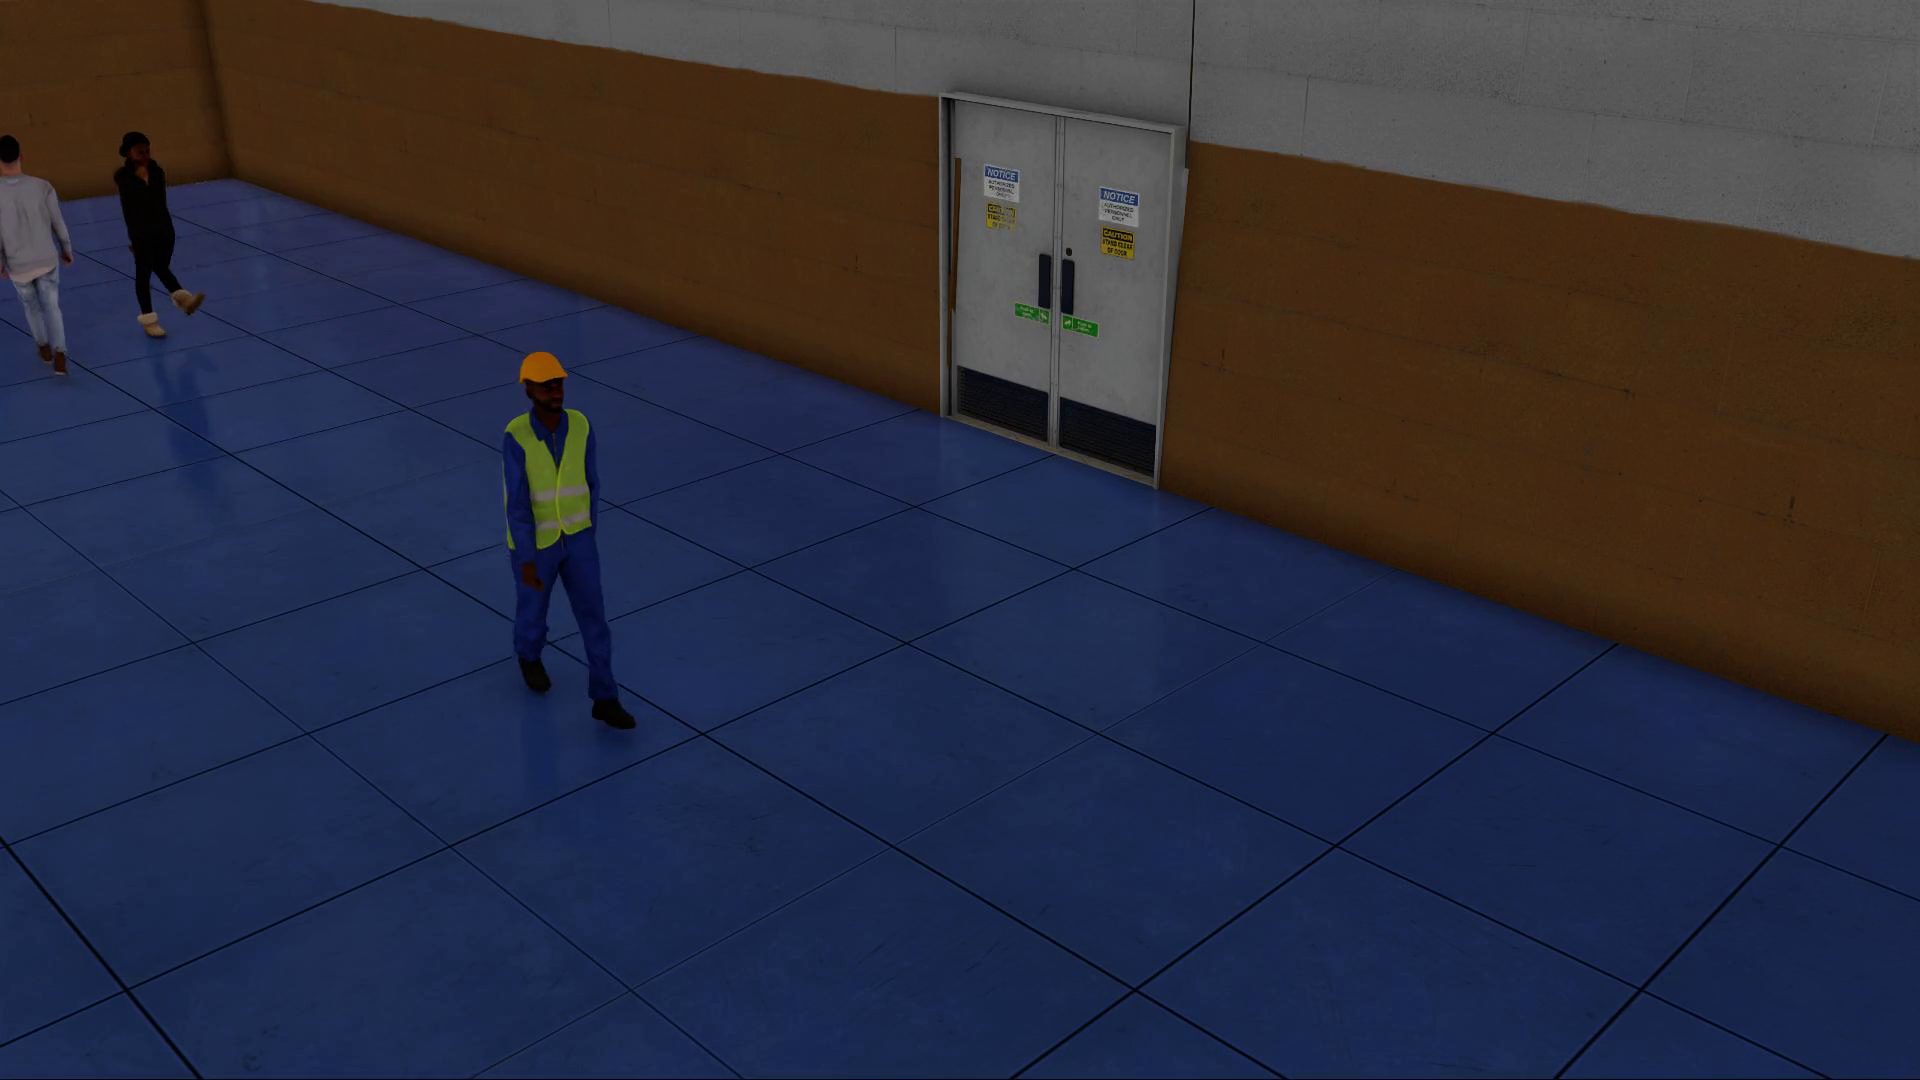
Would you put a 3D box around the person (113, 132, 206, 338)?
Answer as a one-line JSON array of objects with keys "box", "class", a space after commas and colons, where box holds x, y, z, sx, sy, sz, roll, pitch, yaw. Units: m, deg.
[{"box": [-6.592, -2.506, 13.687, 0.704, 1.658, 0.667, -7, 25, -16], "class": "person"}]

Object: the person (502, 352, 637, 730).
[{"box": [-1.961, -0.012, 7.843, 1.172, 1.773, 0.859, -16, 28, -32], "class": "person"}]

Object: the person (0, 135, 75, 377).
[{"box": [-6.993, -2.092, 12.565, 1.178, 1.799, 0.949, -15, 28, -30], "class": "person"}]
